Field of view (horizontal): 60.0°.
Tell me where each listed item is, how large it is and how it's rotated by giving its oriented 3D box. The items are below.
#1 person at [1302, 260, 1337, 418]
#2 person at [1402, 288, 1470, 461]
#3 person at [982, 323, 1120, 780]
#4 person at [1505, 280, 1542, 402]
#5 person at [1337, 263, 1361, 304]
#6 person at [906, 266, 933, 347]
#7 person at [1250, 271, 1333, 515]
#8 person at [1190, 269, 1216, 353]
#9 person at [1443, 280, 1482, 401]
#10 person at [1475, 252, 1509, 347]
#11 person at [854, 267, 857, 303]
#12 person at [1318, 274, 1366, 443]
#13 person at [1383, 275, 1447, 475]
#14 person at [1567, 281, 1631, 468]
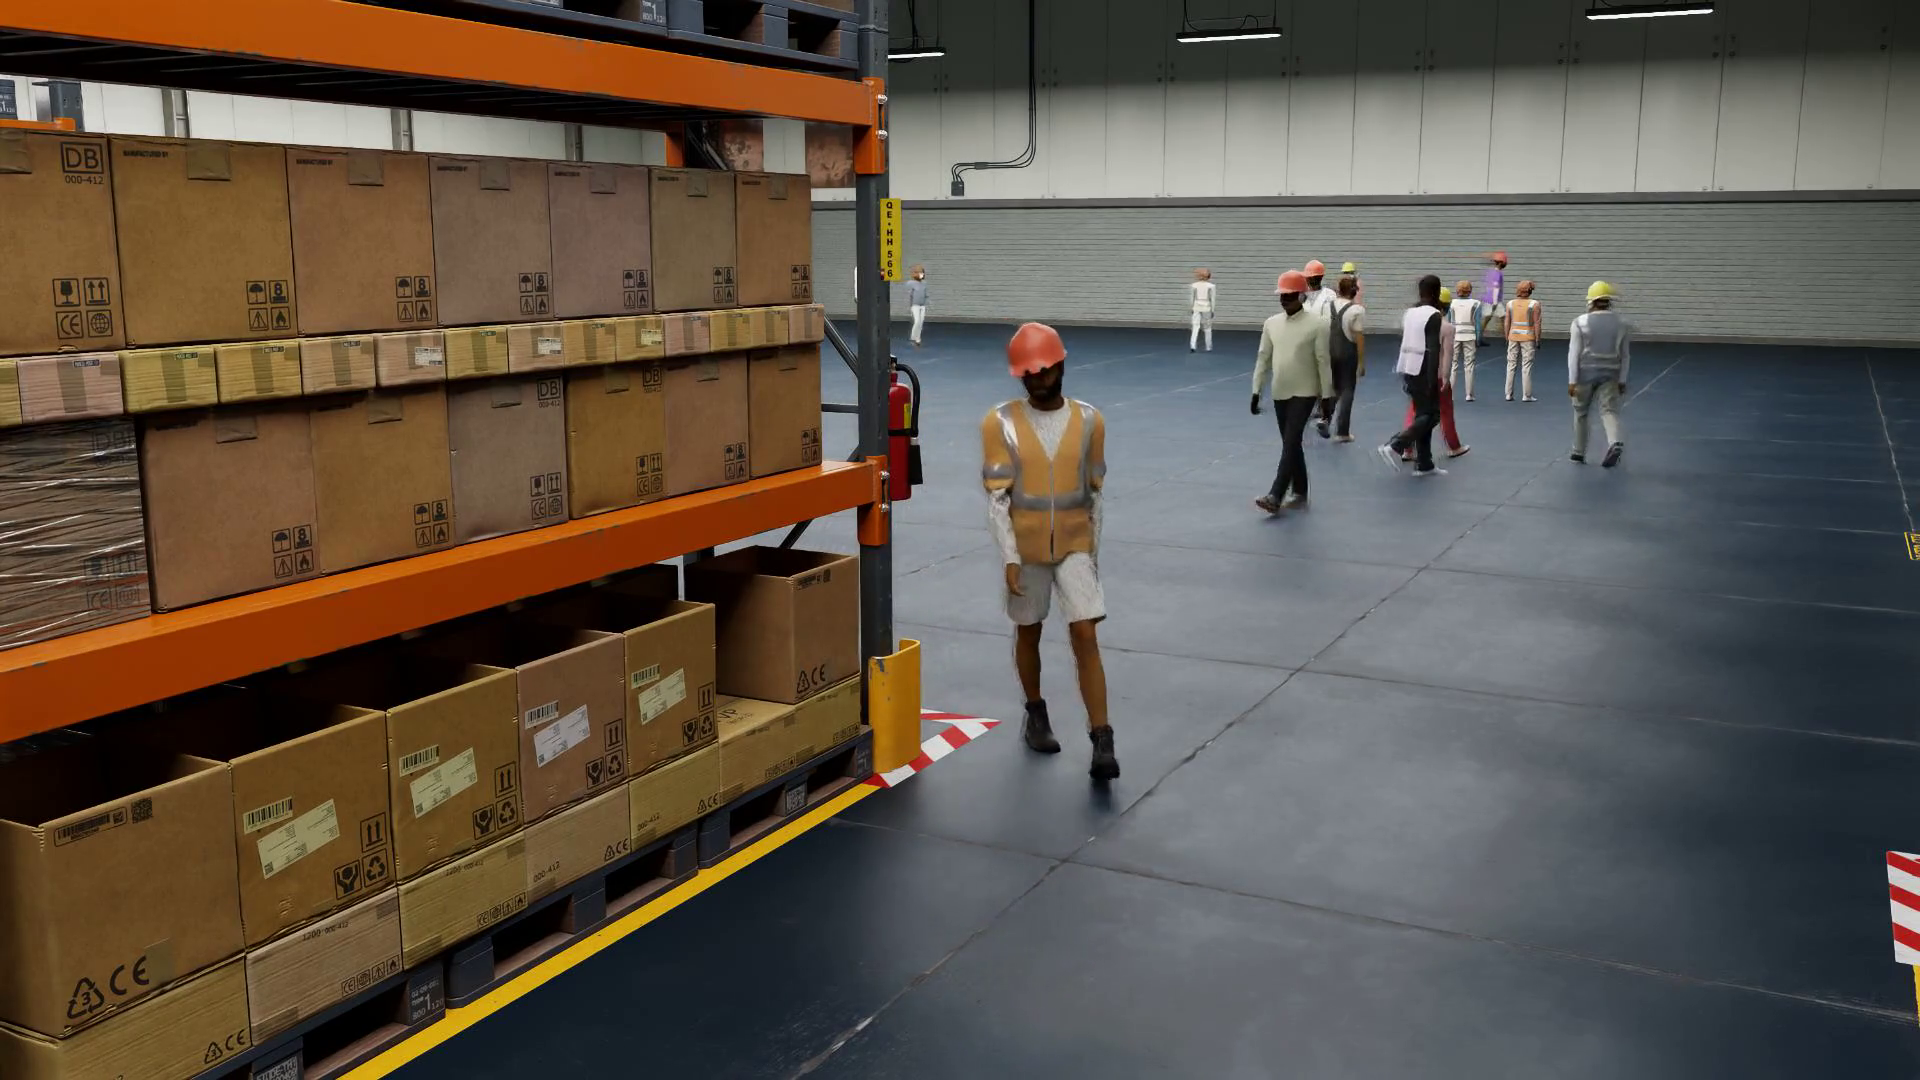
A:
[{"bbox_3d":[4.342,-2.461,20.449,0.550,1.933,0.374,7,13,34],"label":"person"},{"bbox_3d":[4.750,-1.647,16.609,0.897,1.721,0.534,-8,13,-38],"label":"person"},{"bbox_3d":[0.370,0.050,6.903,0.541,1.876,0.968,-1,10,-7],"label":"person"},{"bbox_3d":[7.595,-2.682,22.463,0.515,1.641,0.309,10,14,44],"label":"person"},{"bbox_3d":[7.125,-4.237,30.722,0.528,1.727,0.882,9,14,40],"label":"person"},{"bbox_3d":[-0.822,-4.689,33.458,0.503,1.617,0.368,-9,14,-42],"label":"person"},{"bbox_3d":[2.611,-1.183,13.439,0.989,1.946,0.651,-9,14,-42],"label":"person"},{"bbox_3d":[4.653,-4.403,31.931,0.510,1.604,0.830,4,11,21],"label":"person"},{"bbox_3d":[6.787,-2.690,22.502,0.513,1.641,0.309,3,11,16],"label":"person"},{"bbox_3d":[10.835,-4.809,33.374,0.966,1.885,0.571,0,10,1],"label":"person"},{"bbox_3d":[-2.033,-5.346,36.326,0.574,1.884,0.357,-4,11,-22],"label":"person"},{"bbox_3d":[4.124,-1.946,17.934,0.456,1.827,0.533,-10,14,-44],"label":"person"},{"bbox_3d":[4.264,-1.523,15.509,0.602,1.880,0.642,-2,11,-11],"label":"person"},{"bbox_3d":[6.185,-1.592,16.075,0.600,1.809,0.798,0,10,0],"label":"person"}]
